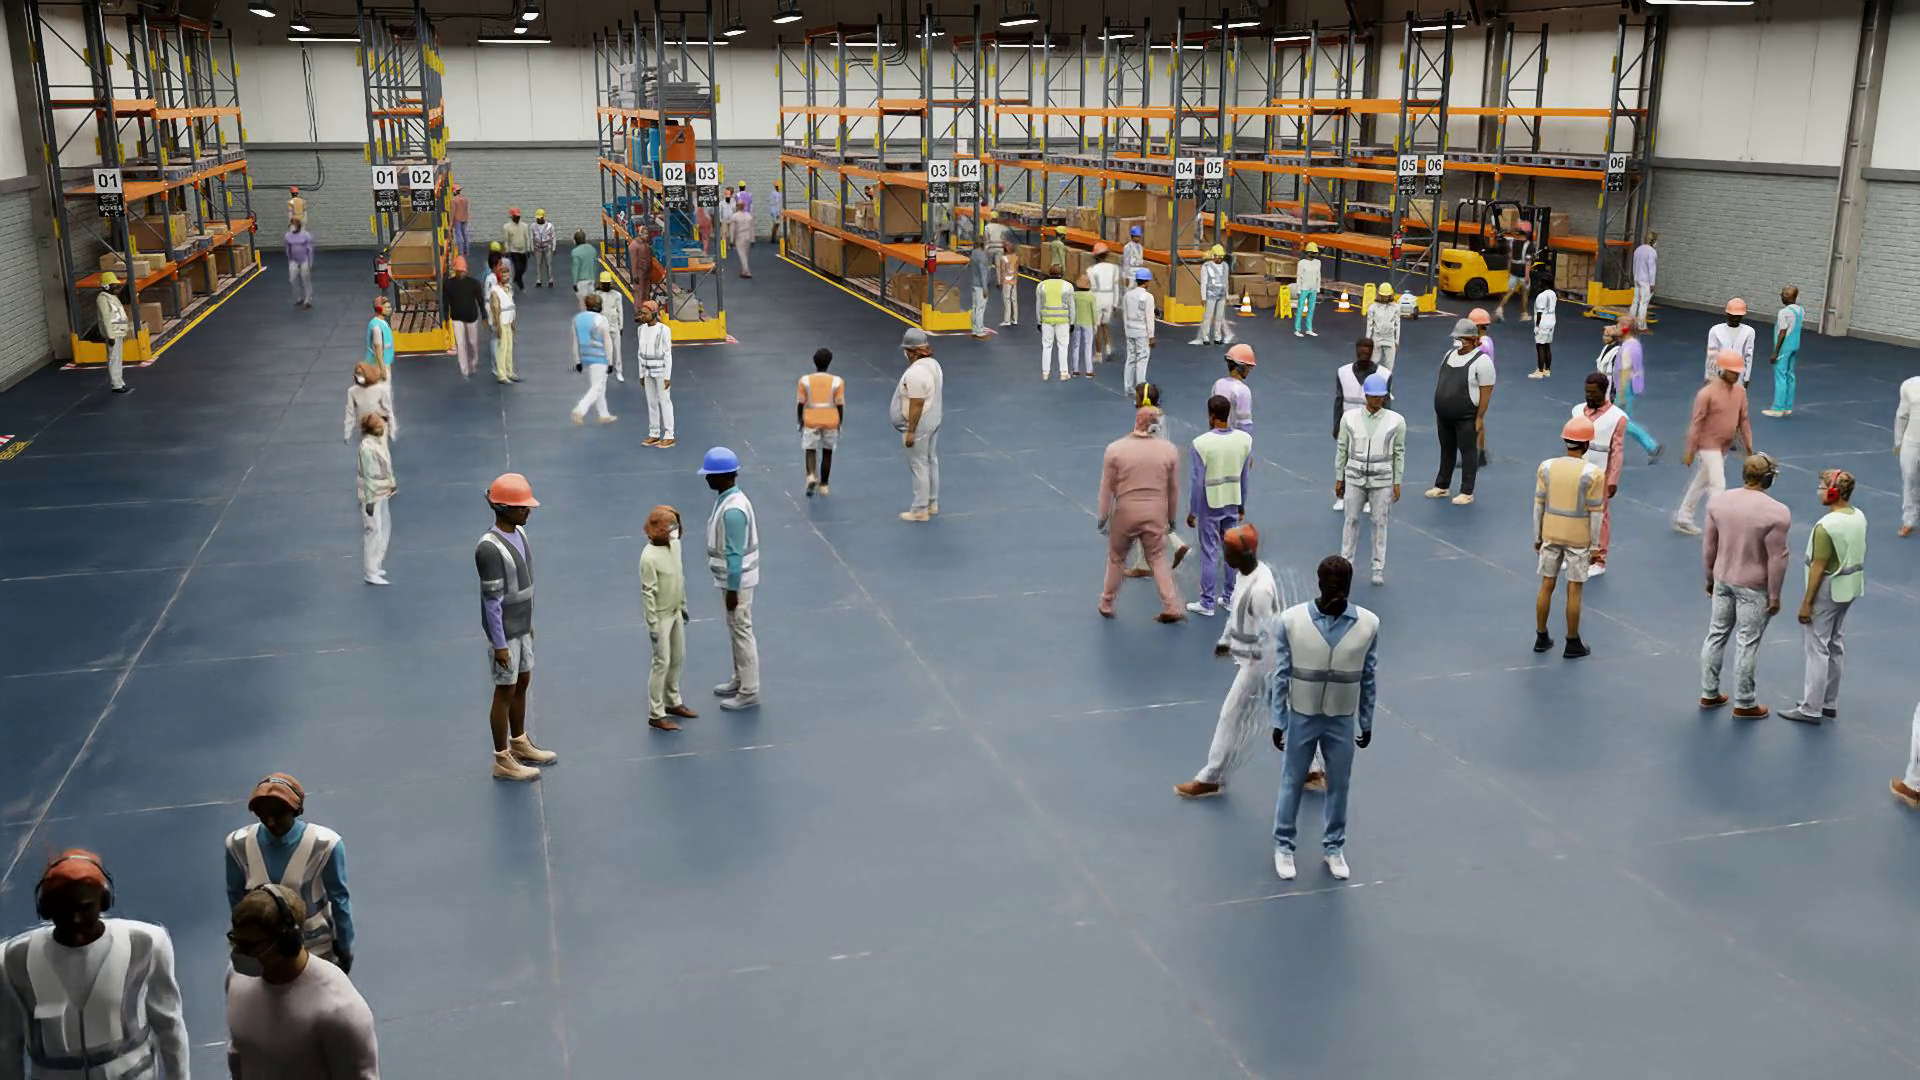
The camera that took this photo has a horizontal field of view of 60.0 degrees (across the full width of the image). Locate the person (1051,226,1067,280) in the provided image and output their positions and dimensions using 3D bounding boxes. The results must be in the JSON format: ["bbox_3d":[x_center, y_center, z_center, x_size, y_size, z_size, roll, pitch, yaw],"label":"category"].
[{"bbox_3d":[2.093,-5.727,35.030,0.321,1.761,0.522,-6,16,-22],"label":"person"}]

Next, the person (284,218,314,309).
[{"bbox_3d":[-13.937,-5.829,35.111,0.633,1.921,0.530,0,15,2],"label":"person"}]

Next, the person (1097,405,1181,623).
[{"bbox_3d":[1.513,-0.212,14.085,0.713,1.874,0.604,-1,15,-4],"label":"person"}]

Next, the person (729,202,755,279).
[{"bbox_3d":[-5.363,-7.427,41.247,0.702,1.869,0.663,14,20,43],"label":"person"}]

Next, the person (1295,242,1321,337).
[{"bbox_3d":[6.513,-4.672,31.065,0.526,1.760,0.340,-7,16,-24],"label":"person"}]

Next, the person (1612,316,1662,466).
[{"bbox_3d":[8.131,-1.798,20.132,0.729,1.823,0.580,8,17,28],"label":"person"}]

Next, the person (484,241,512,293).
[{"bbox_3d":[-8.773,-4.809,31.617,0.497,1.729,0.552,-4,15,-15],"label":"person"}]

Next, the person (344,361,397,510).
[{"bbox_3d":[-6.456,-1.175,18.231,0.517,1.585,0.875,4,15,13],"label":"person"}]

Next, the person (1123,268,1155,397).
[{"bbox_3d":[2.671,-3.052,24.624,0.422,1.937,0.613,-9,17,-31],"label":"person"}]

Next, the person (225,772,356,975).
[{"bbox_3d":[-2.850,1.752,7.146,0.510,1.630,0.323,0,15,-1],"label":"person"}]

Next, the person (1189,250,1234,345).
[{"bbox_3d":[4.587,-4.381,30.041,0.842,1.711,0.486,-2,15,-9],"label":"person"}]

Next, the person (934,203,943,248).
[{"bbox_3d":[-0.593,-9.243,48.289,0.300,1.743,0.493,-1,15,-5],"label":"person"}]

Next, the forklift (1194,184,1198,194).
[{"bbox_3d":[7.392,-11.333,53.972,1.873,2.768,1.129,-4,15,-15],"label":"forklift"}]

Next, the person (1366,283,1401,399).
[{"bbox_3d":[6.252,-2.937,24.582,0.493,1.733,0.318,0,15,1],"label":"person"}]

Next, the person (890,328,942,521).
[{"bbox_3d":[-0.471,-1.229,17.561,0.536,2.000,0.688,5,16,18],"label":"person"}]

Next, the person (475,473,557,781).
[{"bbox_3d":[-2.894,0.563,10.837,0.404,2.035,0.606,1,15,5],"label":"person"}]

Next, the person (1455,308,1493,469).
[{"bbox_3d":[6.174,-1.810,19.952,0.373,1.935,0.553,6,16,21],"label":"person"}]

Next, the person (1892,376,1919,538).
[{"bbox_3d":[9.818,-0.982,16.859,0.539,1.922,0.641,-12,19,-37],"label":"person"}]

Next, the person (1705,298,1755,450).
[{"bbox_3d":[9.713,-2.093,21.031,0.544,1.930,0.388,4,15,15],"label":"person"}]

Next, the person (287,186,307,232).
[{"bbox_3d":[-18.776,-9.033,47.126,0.377,1.938,0.547,13,20,41],"label":"person"}]

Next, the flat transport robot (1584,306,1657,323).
[{"bbox_3d":[13.245,-4.524,33.352,0.652,0.197,1.431,-4,16,-16],"label":"flat transport robot"}]

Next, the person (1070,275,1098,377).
[{"bbox_3d":[1.969,-3.416,26.571,0.498,1.634,0.283,8,17,27],"label":"person"}]

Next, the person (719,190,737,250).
[{"bbox_3d":[-6.802,-9.378,48.781,0.572,1.746,0.346,-5,16,-17],"label":"person"}]

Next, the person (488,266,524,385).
[{"bbox_3d":[-7.131,-3.338,25.888,0.412,1.837,0.600,1,15,2],"label":"person"}]

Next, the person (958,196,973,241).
[{"bbox_3d":[0.167,-9.694,49.827,0.954,1.820,0.517,-11,19,-36],"label":"person"}]

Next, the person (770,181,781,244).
[{"bbox_3d":[-5.599,-10.045,51.013,0.483,1.911,0.562,-6,16,-21],"label":"person"}]

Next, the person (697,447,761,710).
[{"bbox_3d":[-1.672,0.271,12.124,0.420,1.937,0.609,-4,15,-14],"label":"person"}]

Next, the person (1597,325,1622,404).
[{"bbox_3d":[8.094,-1.864,20.745,0.313,1.633,0.518,1,15,4],"label":"person"}]

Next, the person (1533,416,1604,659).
[{"bbox_3d":[4.833,-0.026,13.229,0.545,1.939,0.373,14,21,43],"label":"person"}]

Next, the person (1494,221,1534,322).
[{"bbox_3d":[11.060,-5.314,33.001,0.940,2.012,0.617,-9,17,-30],"label":"person"}]

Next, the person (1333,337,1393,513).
[{"bbox_3d":[4.306,-1.236,17.863,0.601,1.905,0.408,7,16,24],"label":"person"}]

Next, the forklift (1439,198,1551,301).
[{"bbox_3d":[11.913,-6.508,37.130,2.313,2.155,1.214,-4,15,-15],"label":"forklift"}]

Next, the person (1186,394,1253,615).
[{"bbox_3d":[2.221,-0.296,14.291,0.592,1.916,0.392,-7,17,-26],"label":"person"}]

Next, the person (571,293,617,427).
[{"bbox_3d":[-5.000,-2.425,22.517,0.618,1.817,0.807,11,18,35],"label":"person"}]

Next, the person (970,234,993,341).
[{"bbox_3d":[0.373,-4.643,30.616,0.353,1.935,0.639,-5,16,-17],"label":"person"}]

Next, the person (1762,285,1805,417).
[{"bbox_3d":[11.534,-2.639,23.244,0.516,1.842,0.325,-10,18,-32],"label":"person"}]

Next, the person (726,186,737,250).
[{"bbox_3d":[-6.713,-9.492,49.047,0.342,1.839,0.503,0,15,-1],"label":"person"}]

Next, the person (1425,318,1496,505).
[{"bbox_3d":[5.461,-1.414,18.258,0.536,2.000,0.673,-8,17,-29],"label":"person"}]

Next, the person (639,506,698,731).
[{"bbox_3d":[-2.071,0.541,11.706,0.279,1.621,0.509,5,16,17],"label":"person"}]

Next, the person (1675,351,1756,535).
[{"bbox_3d":[7.645,-0.921,16.611,0.617,1.925,1.059,-8,17,-28],"label":"person"}]
